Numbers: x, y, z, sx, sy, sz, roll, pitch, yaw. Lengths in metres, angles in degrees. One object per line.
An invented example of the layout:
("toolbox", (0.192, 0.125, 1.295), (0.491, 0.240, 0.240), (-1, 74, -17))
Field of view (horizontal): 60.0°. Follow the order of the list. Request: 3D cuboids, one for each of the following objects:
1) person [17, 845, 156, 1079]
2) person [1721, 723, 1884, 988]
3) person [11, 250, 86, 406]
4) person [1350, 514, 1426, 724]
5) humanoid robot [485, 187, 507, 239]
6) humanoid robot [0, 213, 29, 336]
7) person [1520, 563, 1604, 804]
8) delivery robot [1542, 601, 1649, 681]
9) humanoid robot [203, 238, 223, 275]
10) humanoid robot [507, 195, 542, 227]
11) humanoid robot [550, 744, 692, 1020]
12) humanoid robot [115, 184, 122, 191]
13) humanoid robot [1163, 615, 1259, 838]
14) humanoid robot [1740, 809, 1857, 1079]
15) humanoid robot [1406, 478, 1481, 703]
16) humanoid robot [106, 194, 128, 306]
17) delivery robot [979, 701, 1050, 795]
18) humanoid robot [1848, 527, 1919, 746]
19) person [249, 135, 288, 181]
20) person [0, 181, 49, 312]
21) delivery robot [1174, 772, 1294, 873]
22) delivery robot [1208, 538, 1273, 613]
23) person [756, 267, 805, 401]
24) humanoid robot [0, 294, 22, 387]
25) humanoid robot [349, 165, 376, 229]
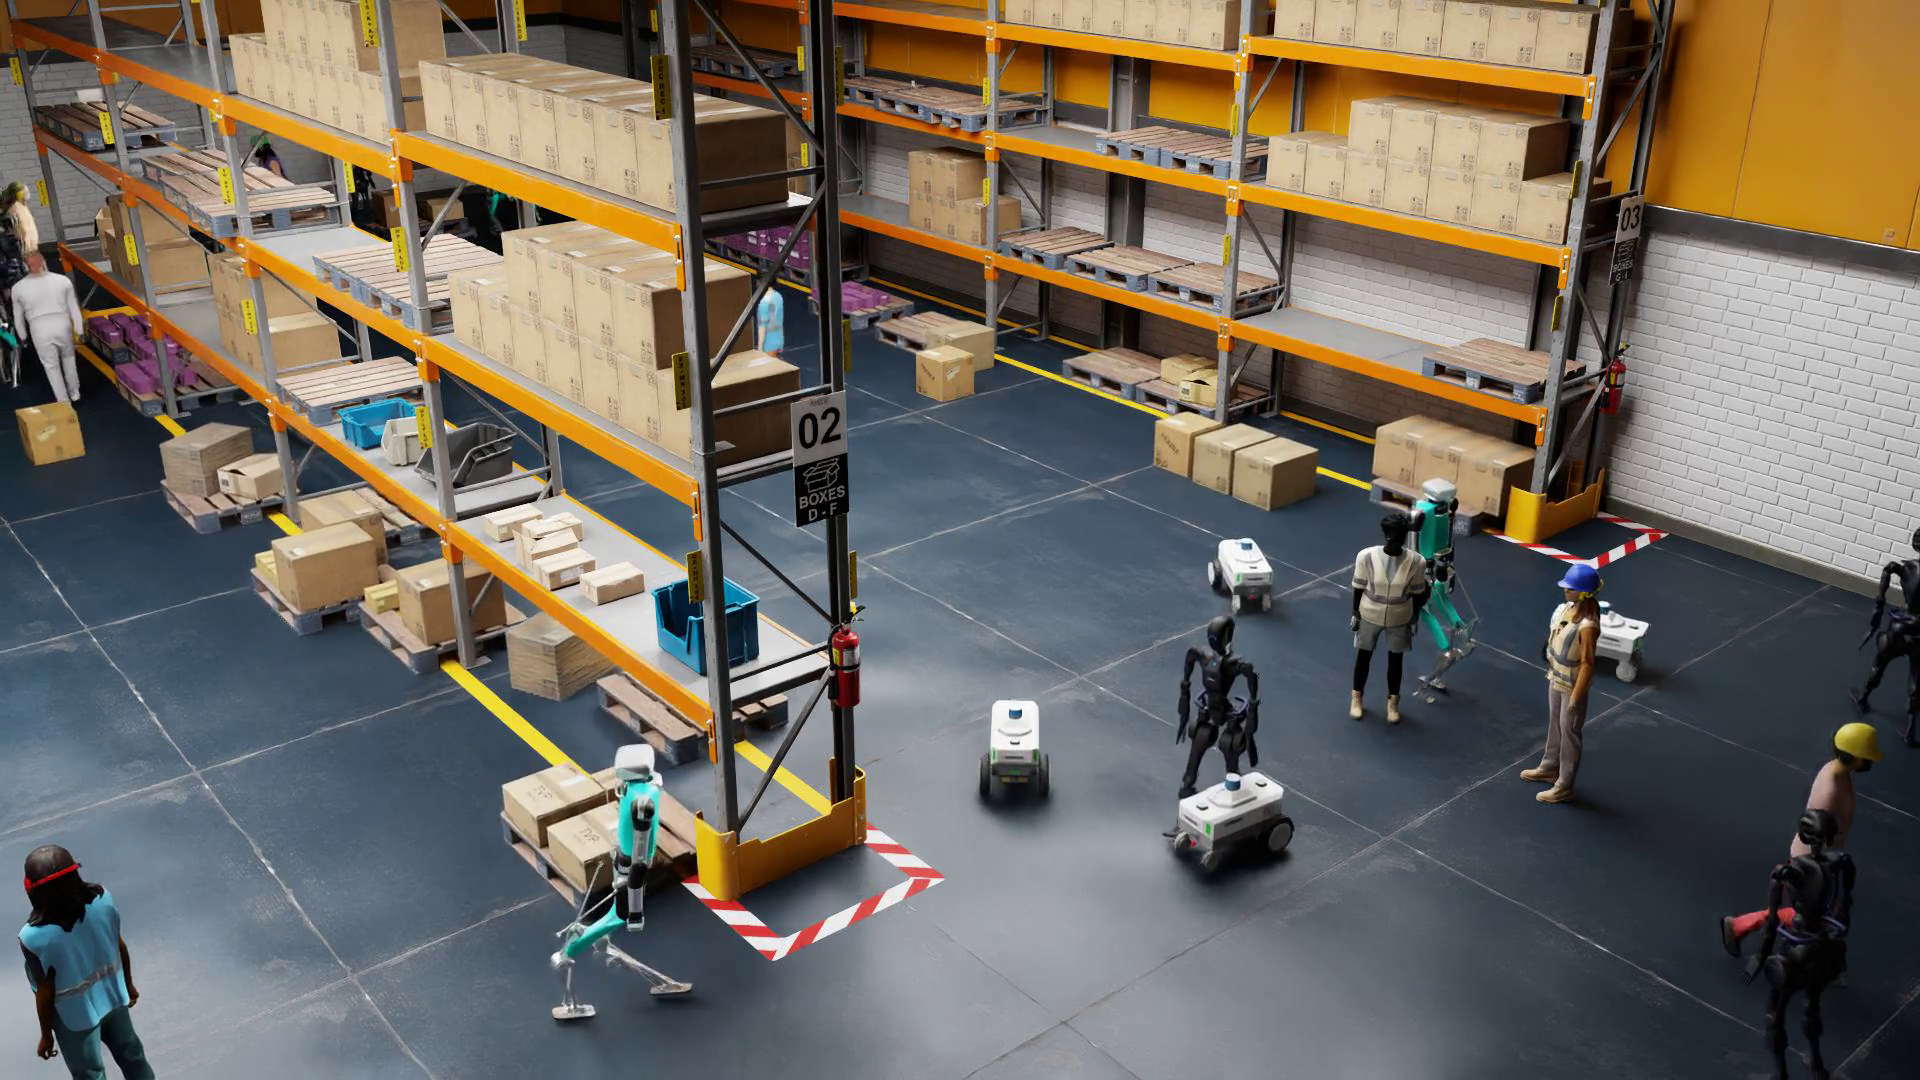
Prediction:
("person", (-4.307, 2.330, 8.233), (0.382, 1.865, 0.527), (12, 26, 25))
("person", (4.913, 1.795, 9.620), (0.646, 1.740, 0.514), (18, 29, 35))
("person", (-10.526, -2.424, 19.219), (0.678, 1.876, 0.816), (-16, 28, -33))
("person", (3.197, 0.581, 12.502), (0.532, 1.694, 0.320), (5, 24, 12))
("humanoid robot", (-7.634, -5.740, 27.136), (0.538, 1.786, 0.977), (-21, 31, -40))
("humanoid robot", (-12.511, -3.534, 22.081), (0.589, 1.627, 0.685), (16, 28, 32))
("person", (4.183, 0.980, 11.470), (0.315, 1.778, 0.469), (0, 23, 0))
("delivery robot", (5.145, 0.779, 13.476), (0.774, 0.592, 0.499), (14, 27, 30))
("humanoid robot", (-10.599, -4.072, 23.288), (1.027, 1.781, 0.530), (-1, 23, -2))
("humanoid robot", (-6.975, -5.613, 26.819), (0.666, 1.825, 0.553), (17, 28, 34))
("humanoid robot", (-2.033, 1.963, 9.282), (0.985, 1.743, 0.542), (-5, 24, -12))
("humanoid robot", (-12.073, -4.493, 24.292), (0.651, 1.632, 0.590), (2, 23, 6))
("humanoid robot", (1.724, 1.243, 11.055), (0.599, 1.659, 0.716), (14, 27, 29))
("humanoid robot", (4.478, 2.188, 8.818), (0.613, 1.640, 0.386), (-7, 24, -16))
("humanoid robot", (3.742, 0.424, 12.764), (0.531, 1.765, 0.676), (-18, 29, -36))
("humanoid robot", (-11.582, -3.978, 23.085), (0.514, 1.635, 0.608), (-8, 25, -18))
("delivery robot", (0.393, 1.453, 11.905), (0.499, 0.584, 0.783), (1, 23, 2))
("humanoid robot", (7.060, 0.661, 12.390), (0.613, 1.618, 0.784), (2, 23, 5))
("person", (-10.693, -5.450, 26.227), (0.586, 1.892, 0.770), (19, 30, 37))
("person", (-12.941, -4.012, 22.939), (0.735, 1.845, 0.552), (-7, 24, -16))
("delivery robot", (1.812, 1.833, 11.056), (0.812, 0.609, 0.499), (-15, 27, -30))
("delivery robot", (2.507, 0.269, 14.643), (0.499, 0.581, 0.778), (-2, 23, -4))
("person", (-2.125, -2.238, 18.961), (0.668, 1.749, 0.509), (5, 24, 12))
("humanoid robot", (-11.674, -2.664, 20.038), (0.546, 1.834, 0.761), (-3, 23, -6))
("humanoid robot", (-10.084, -6.012, 27.799), (0.461, 1.646, 0.594), (6, 24, 14))
